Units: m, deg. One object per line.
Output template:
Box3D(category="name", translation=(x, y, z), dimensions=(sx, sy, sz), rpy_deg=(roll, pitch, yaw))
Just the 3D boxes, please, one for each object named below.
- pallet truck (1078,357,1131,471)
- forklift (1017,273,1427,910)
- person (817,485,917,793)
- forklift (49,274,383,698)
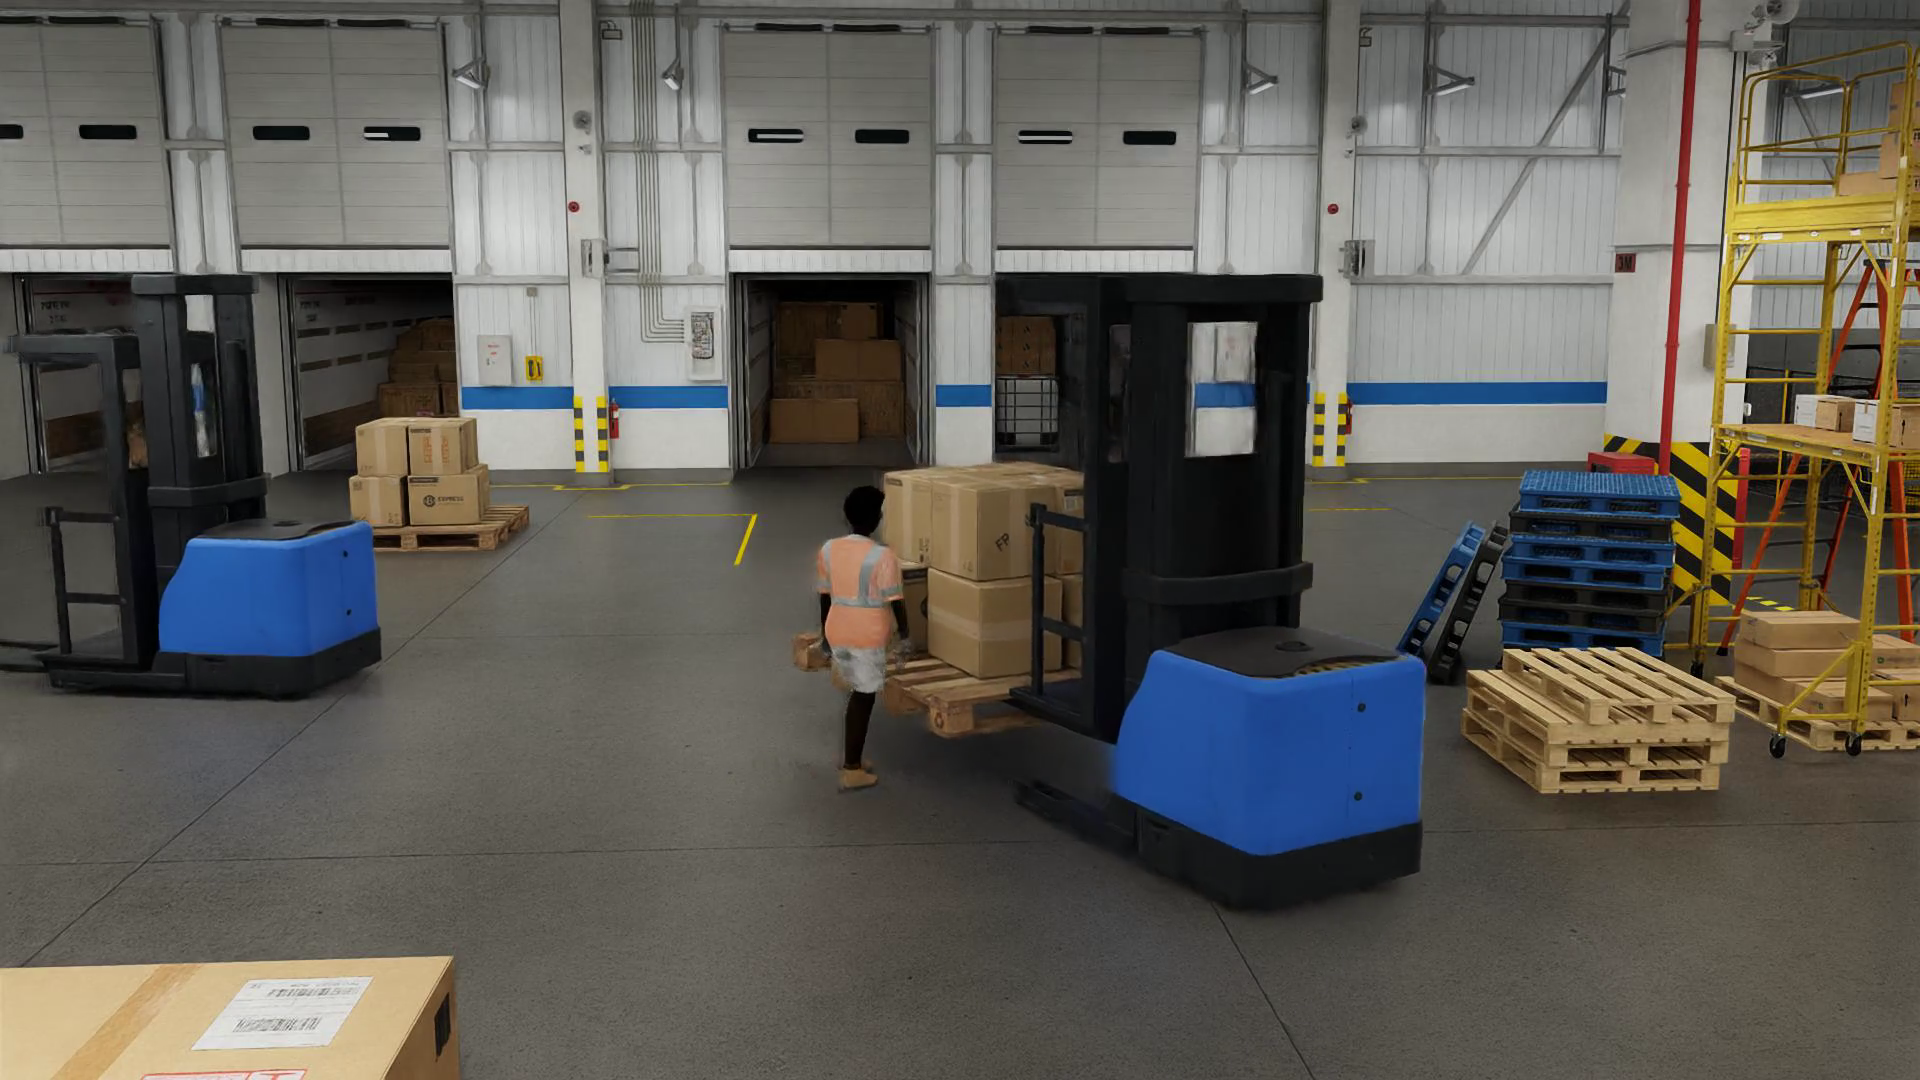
Box3D(category="pallet truck", translation=(2.088, -0.836, 16.757), dimensions=(1.885, 1.965, 0.823), rpy_deg=(2, 9, 13))
Box3D(category="forklift", translation=(1.254, 0.116, 8.016), dimensions=(1.129, 2.768, 1.873), rpy_deg=(-5, 10, -30))
Box3D(category="person", translation=(-0.505, 0.535, 9.143), dimensions=(0.532, 1.675, 0.525), rpy_deg=(8, 12, 42))
Box3D(category="forklift", translation=(-5.124, -0.422, 11.397), dimensions=(1.873, 2.768, 1.129), rpy_deg=(2, 9, 10))
